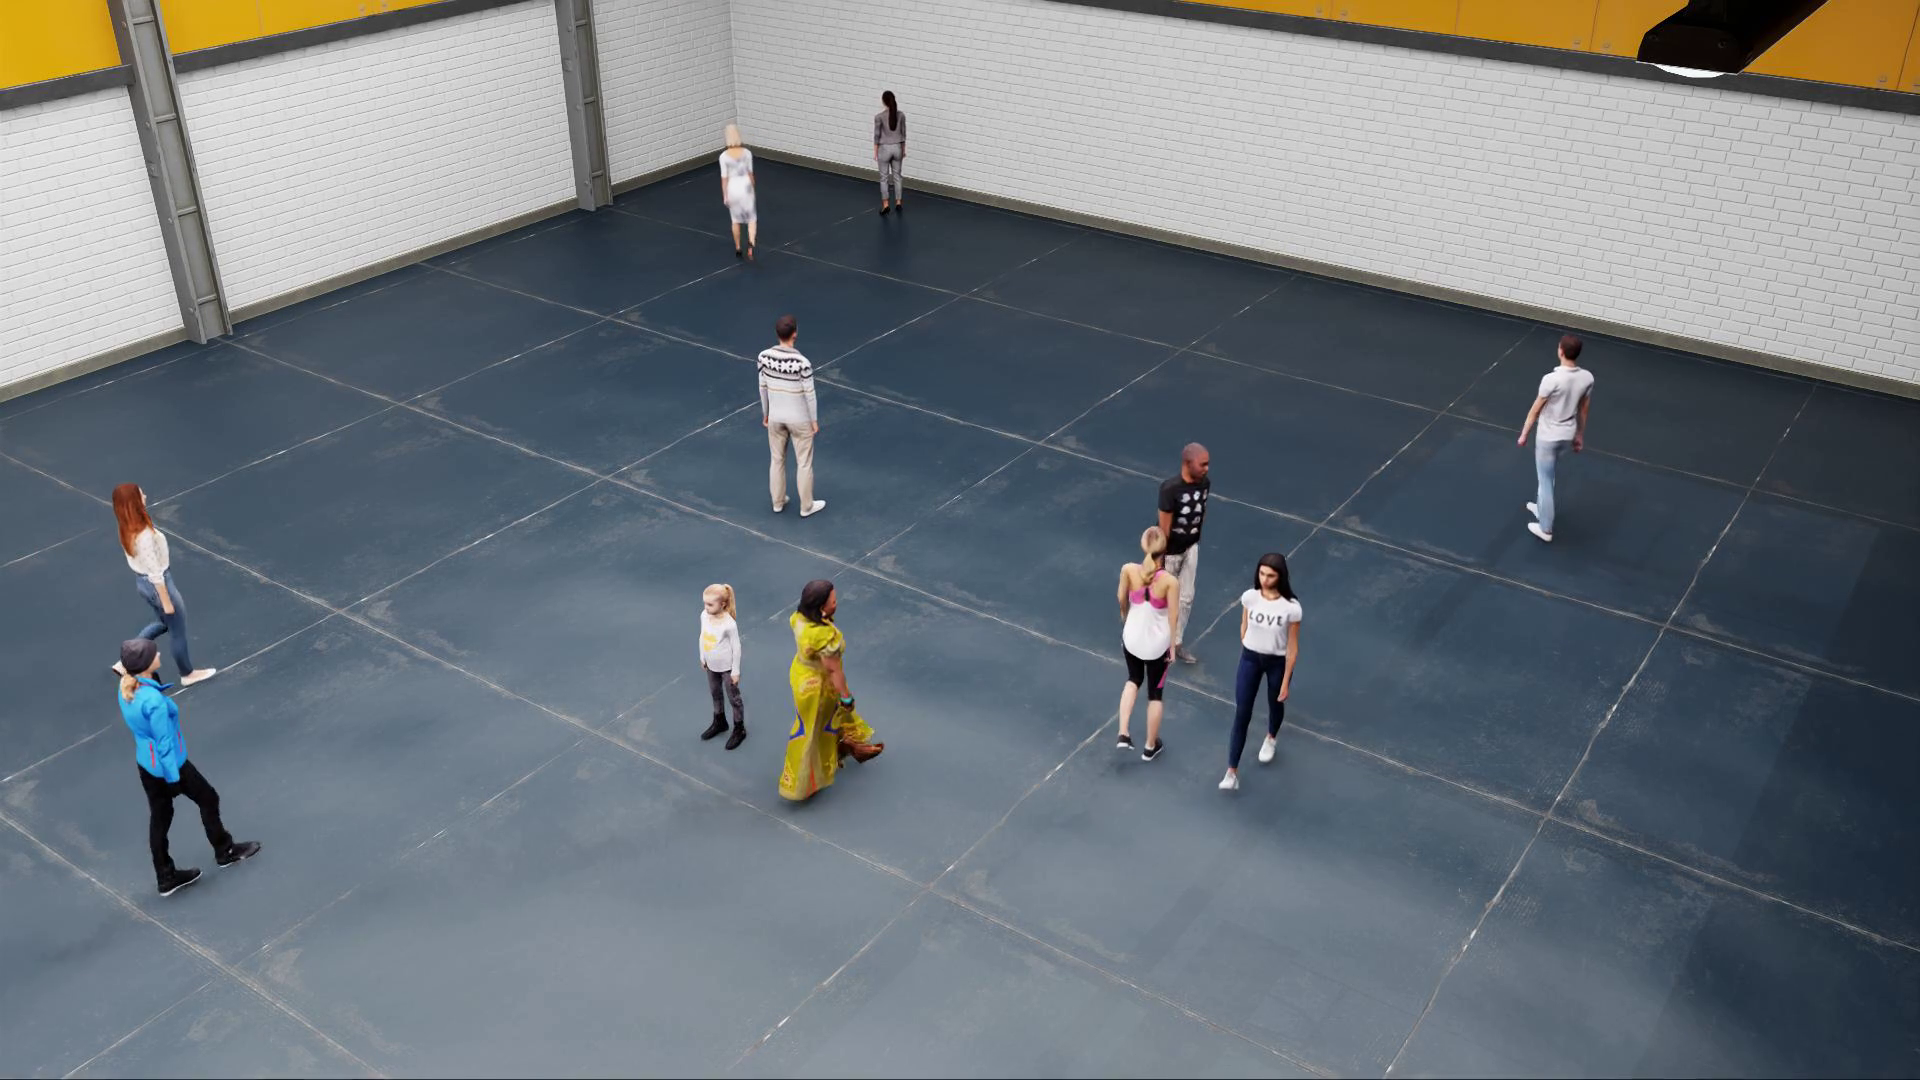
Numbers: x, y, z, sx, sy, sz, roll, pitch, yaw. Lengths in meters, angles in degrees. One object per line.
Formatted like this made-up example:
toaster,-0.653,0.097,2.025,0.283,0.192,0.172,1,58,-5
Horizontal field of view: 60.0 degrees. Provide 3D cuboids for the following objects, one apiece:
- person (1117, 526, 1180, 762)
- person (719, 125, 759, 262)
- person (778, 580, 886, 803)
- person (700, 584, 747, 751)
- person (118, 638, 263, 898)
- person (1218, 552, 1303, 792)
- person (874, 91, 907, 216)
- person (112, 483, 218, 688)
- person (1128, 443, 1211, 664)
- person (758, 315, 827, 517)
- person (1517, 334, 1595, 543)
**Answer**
person,1.246,0.749,11.452,0.678,1.767,0.780,15,32,25
person,-2.716,-4.287,20.717,0.921,1.735,0.987,-5,29,-8
person,-1.027,1.025,11.092,1.258,1.626,1.116,-13,31,-22
person,-1.676,0.869,11.743,0.483,1.278,0.476,19,34,30
person,-4.961,1.425,10.195,0.700,1.783,0.912,24,36,36
person,2.121,0.834,11.333,0.723,1.732,1.162,13,31,22
person,-0.945,-5.234,22.515,0.690,1.677,0.790,-11,31,-20
person,-5.970,0.380,12.182,0.967,1.715,0.722,-22,36,-35
person,1.596,0.063,12.701,1.024,1.776,0.965,-16,33,-27
person,-1.517,-1.097,14.740,0.741,1.860,0.648,10,30,18
person,5.167,-0.838,14.291,0.897,1.834,0.933,-11,30,-19
